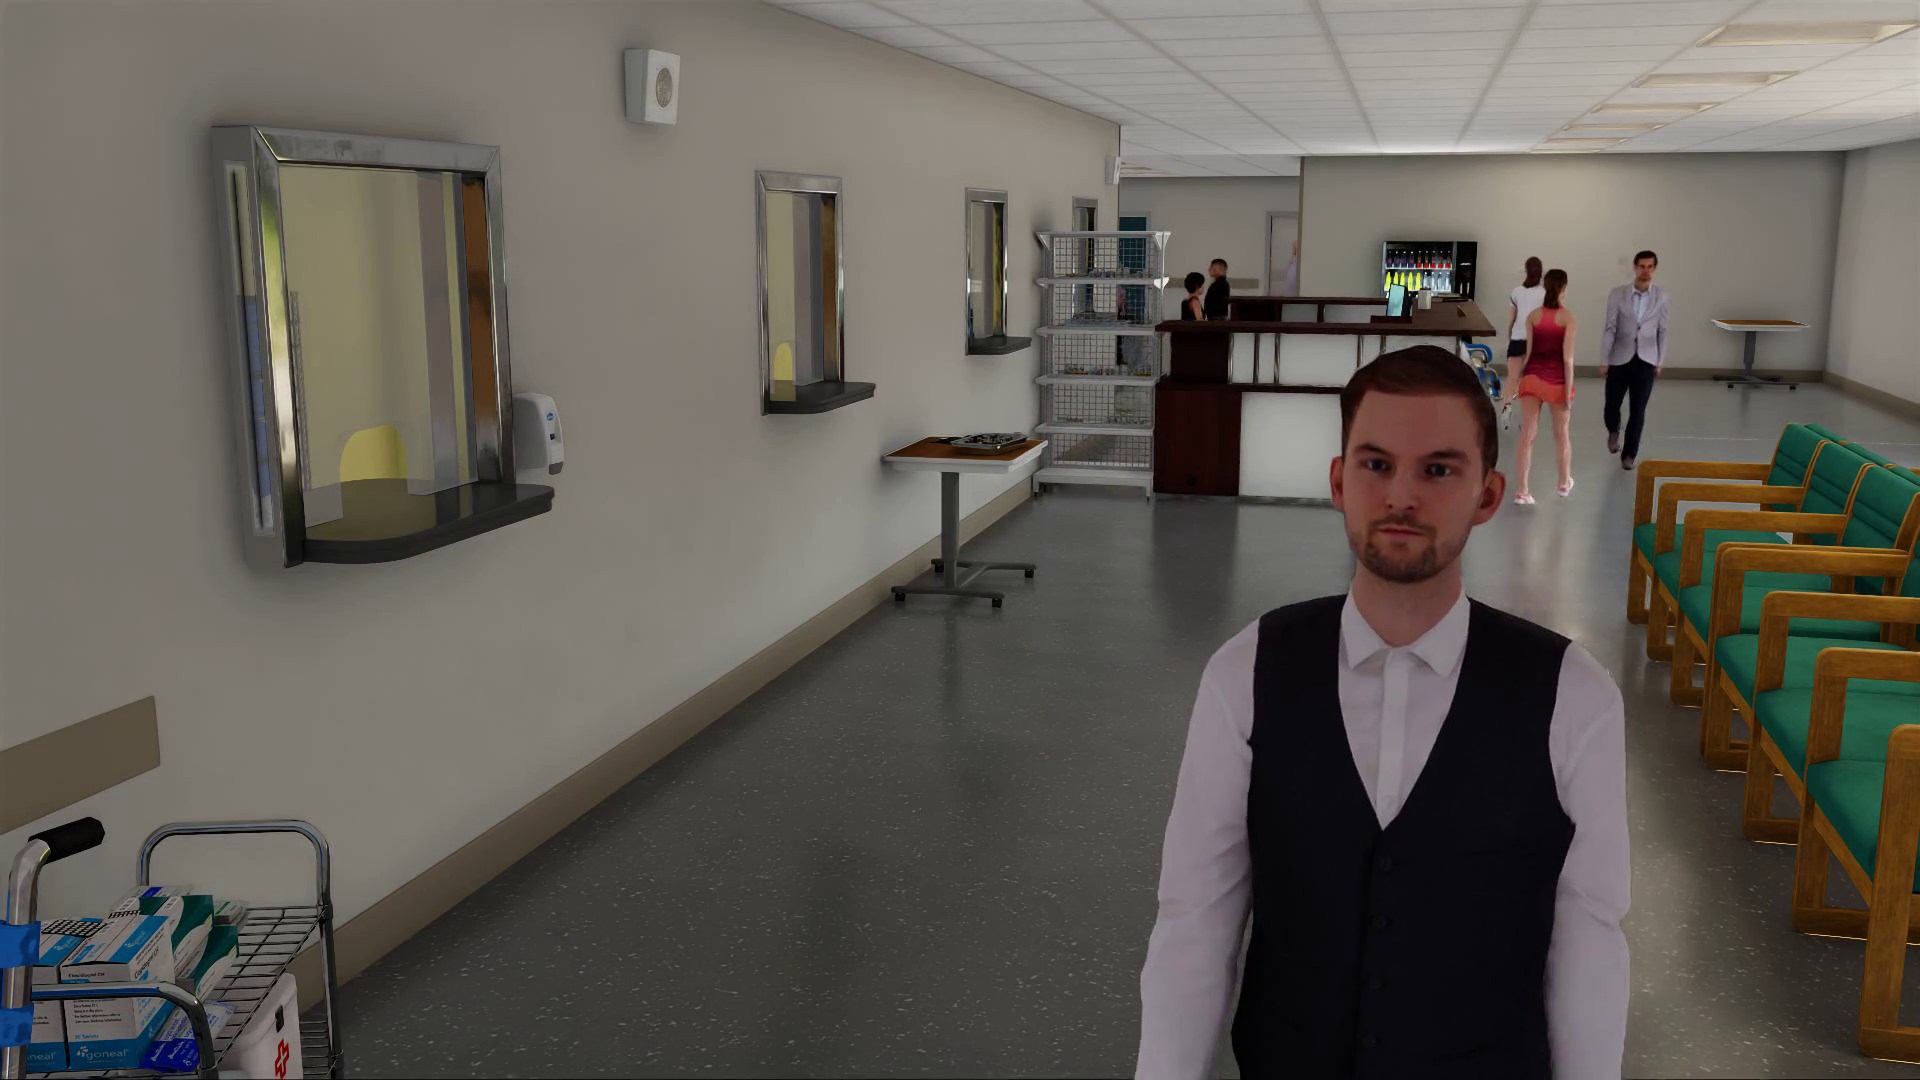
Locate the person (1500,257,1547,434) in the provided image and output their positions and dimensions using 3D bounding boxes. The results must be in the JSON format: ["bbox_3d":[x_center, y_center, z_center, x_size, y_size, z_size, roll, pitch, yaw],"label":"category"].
[{"bbox_3d":[5.514,-1.869,16.233,1.016,1.725,0.833,7,13,31],"label":"person"}]

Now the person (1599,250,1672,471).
[{"bbox_3d":[5.706,-1.520,14.116,0.931,1.828,0.784,4,12,22],"label":"person"}]

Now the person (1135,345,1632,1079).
[{"bbox_3d":[0.543,0.727,2.073,1.149,1.903,0.890,5,12,25],"label":"person"}]

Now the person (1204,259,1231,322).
[{"bbox_3d":[3.082,-2.424,19.341,0.768,1.657,0.658,4,12,22],"label":"person"}]

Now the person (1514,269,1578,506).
[{"bbox_3d":[4.218,-1.067,12.077,1.146,1.698,0.884,8,13,36],"label":"person"}]

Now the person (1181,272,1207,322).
[{"bbox_3d":[2.441,-2.118,18.107,1.071,1.515,0.809,-1,11,-7],"label":"person"}]
